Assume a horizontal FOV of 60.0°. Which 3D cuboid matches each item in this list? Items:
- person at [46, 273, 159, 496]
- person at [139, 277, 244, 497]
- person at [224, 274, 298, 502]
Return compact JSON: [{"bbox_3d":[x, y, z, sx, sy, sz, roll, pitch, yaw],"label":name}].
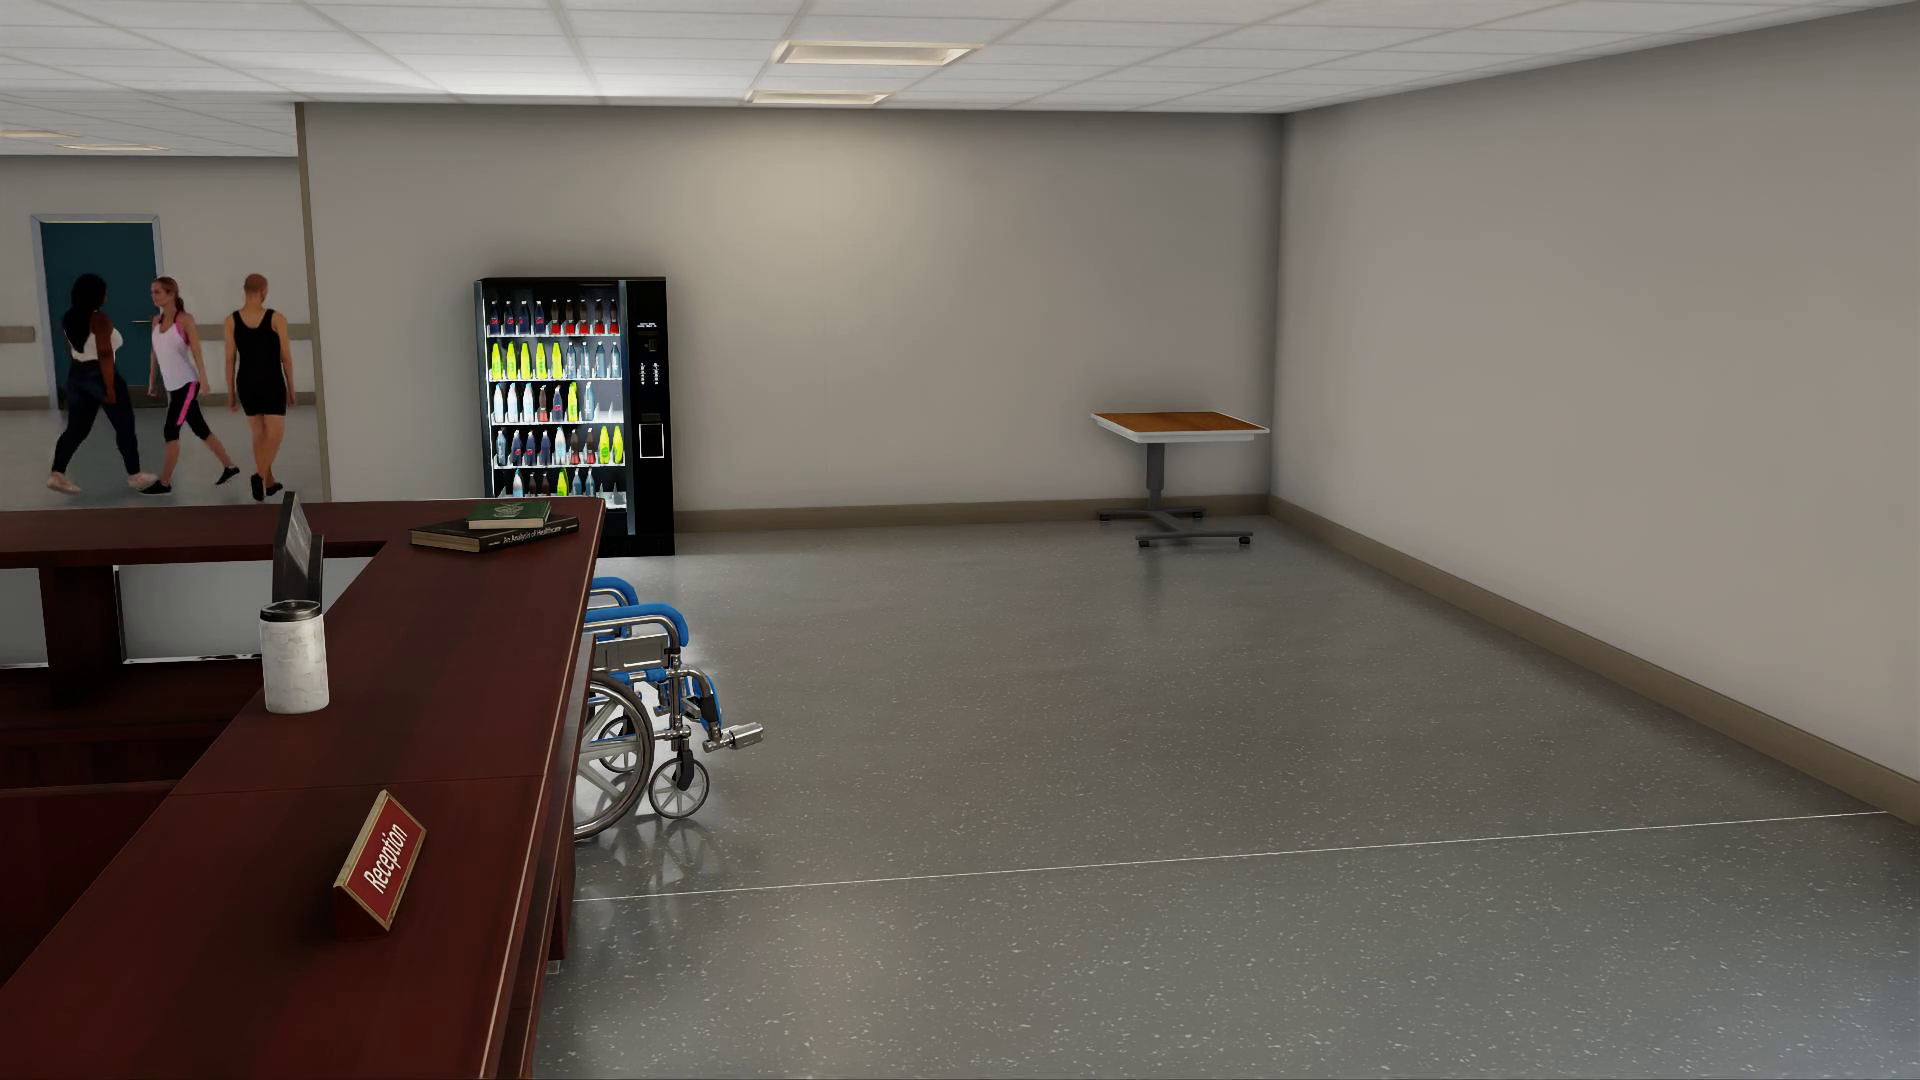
[{"bbox_3d":[-7.032,-1.201,13.328,1.228,1.763,1.108,4,11,21],"label":"person"},{"bbox_3d":[-6.239,-1.226,13.527,1.154,1.738,1.146,6,12,28],"label":"person"},{"bbox_3d":[-5.508,-1.161,13.068,1.071,1.780,0.727,-1,11,-7],"label":"person"}]
